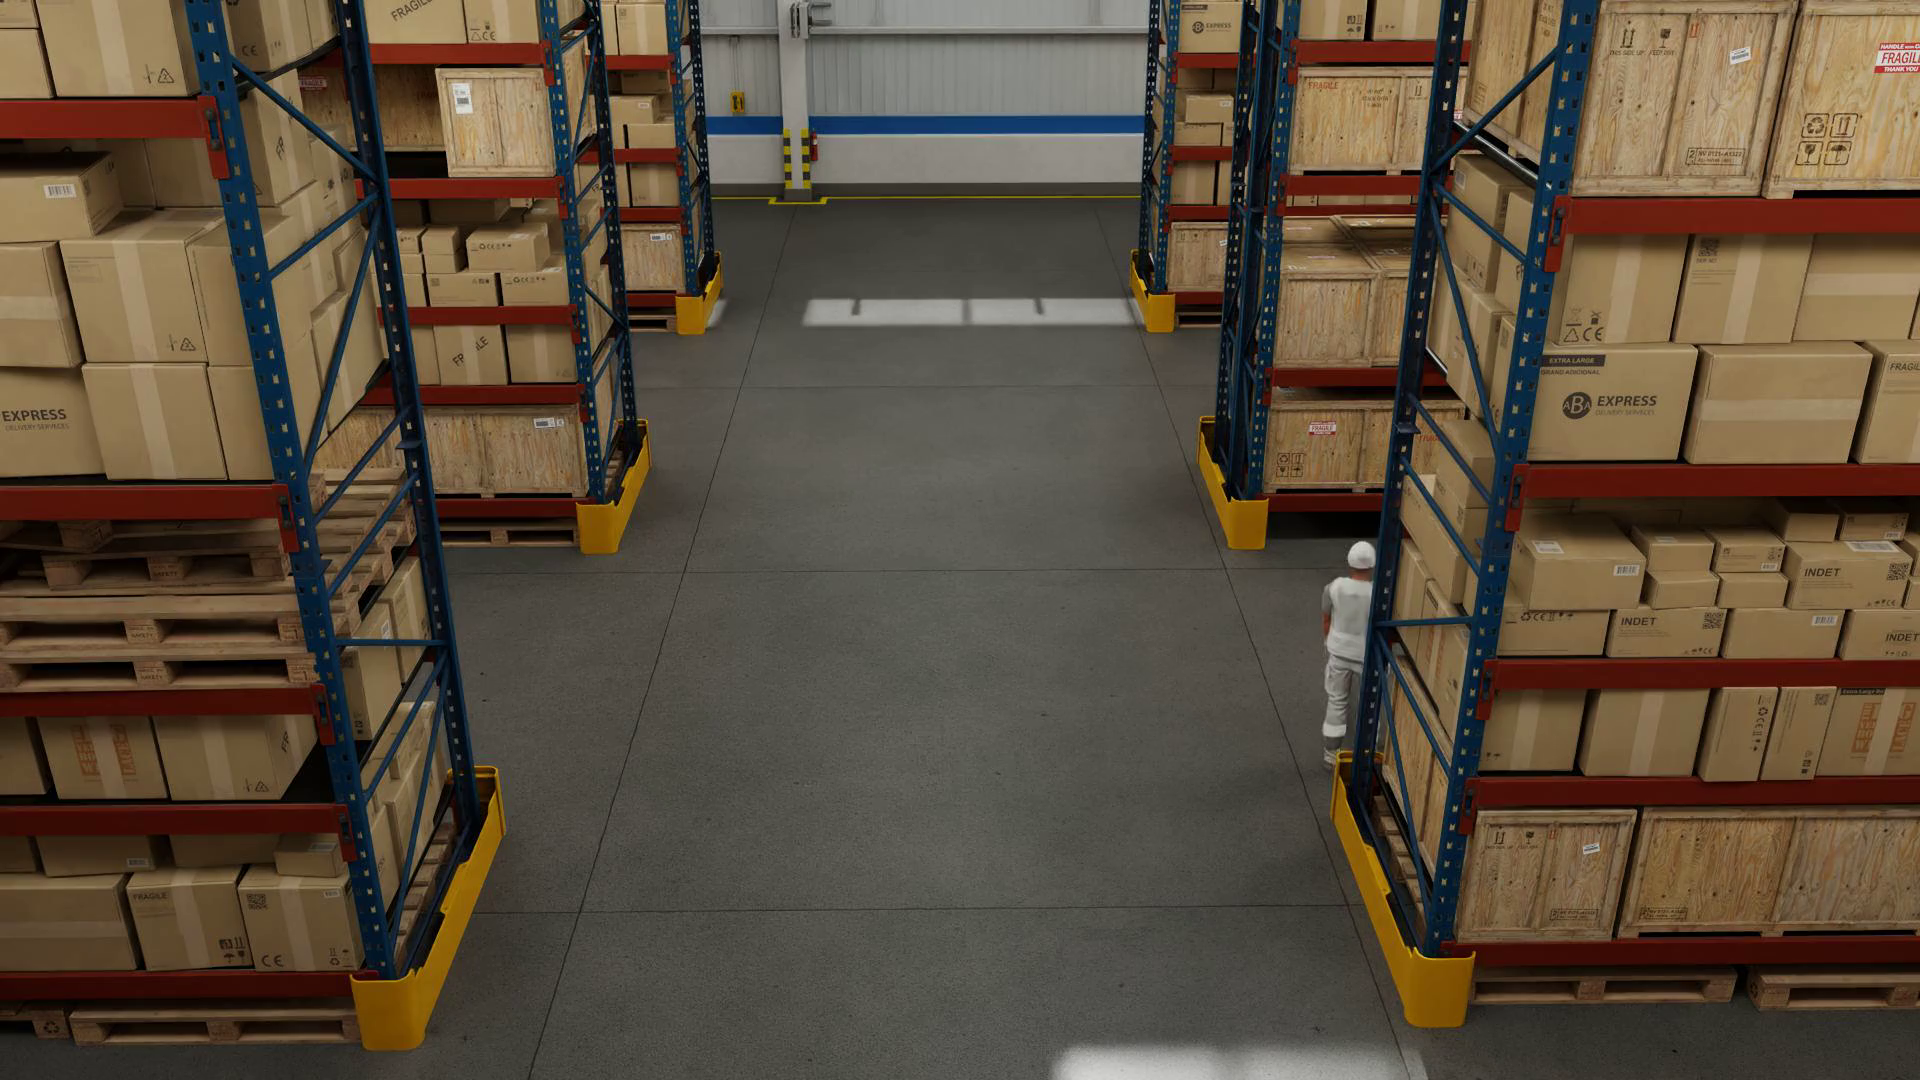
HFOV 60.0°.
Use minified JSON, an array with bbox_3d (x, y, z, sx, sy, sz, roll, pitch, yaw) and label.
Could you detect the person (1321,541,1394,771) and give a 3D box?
[{"bbox_3d":[2.898,0.797,12.141,0.538,1.787,0.641,11,27,22],"label":"person"}]
